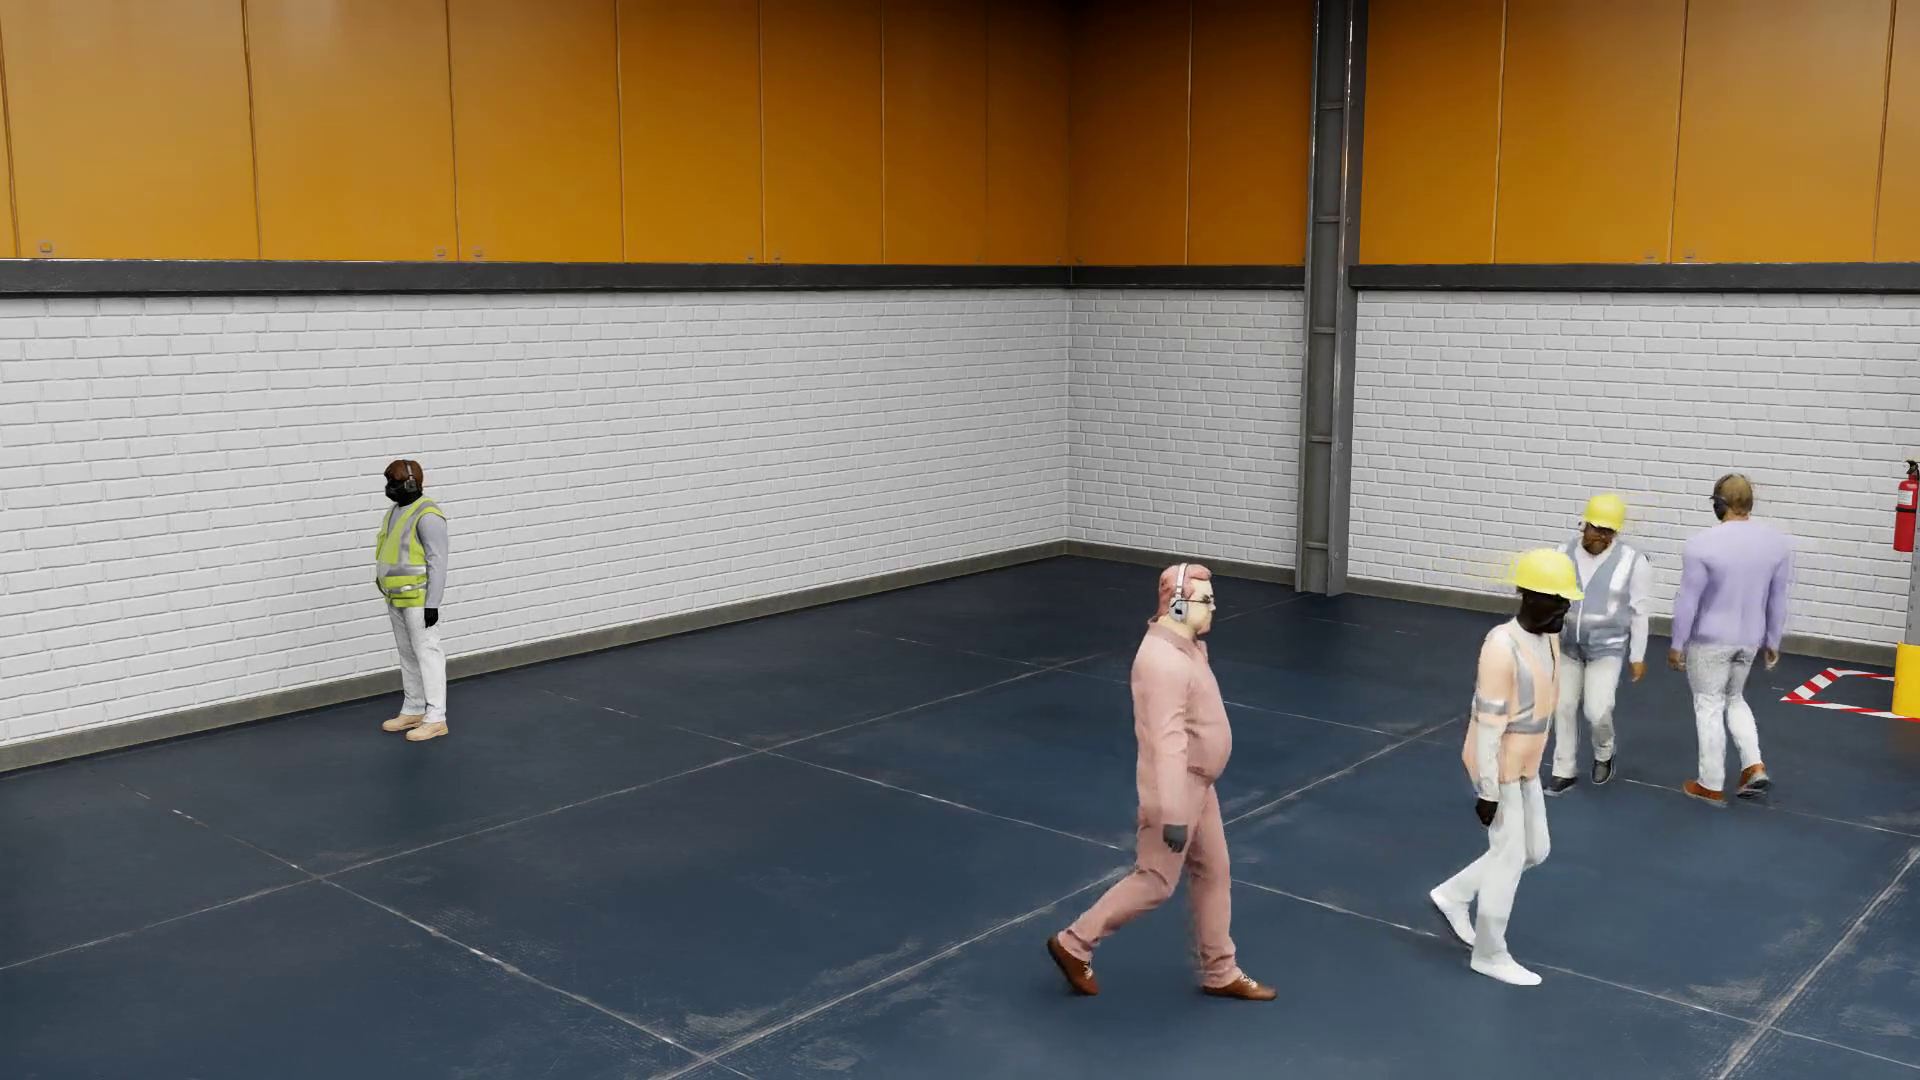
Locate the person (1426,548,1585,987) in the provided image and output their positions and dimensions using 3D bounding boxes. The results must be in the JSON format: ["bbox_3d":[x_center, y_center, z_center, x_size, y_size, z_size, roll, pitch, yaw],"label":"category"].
[{"bbox_3d":[2.356,0.956,7.143,0.577,1.902,0.637,7,11,36],"label":"person"}]

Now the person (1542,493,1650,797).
[{"bbox_3d":[3.636,0.611,9.611,0.628,1.805,0.438,8,12,42],"label":"person"}]

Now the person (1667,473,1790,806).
[{"bbox_3d":[4.352,0.576,9.467,0.644,1.921,0.458,-2,9,-12],"label":"person"}]

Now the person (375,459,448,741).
[{"bbox_3d":[-3.603,0.385,10.921,0.429,1.842,0.636,-8,12,-43],"label":"person"}]

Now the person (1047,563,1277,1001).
[{"bbox_3d":[0.840,1.015,6.880,0.900,1.875,0.653,2,9,13],"label":"person"}]
